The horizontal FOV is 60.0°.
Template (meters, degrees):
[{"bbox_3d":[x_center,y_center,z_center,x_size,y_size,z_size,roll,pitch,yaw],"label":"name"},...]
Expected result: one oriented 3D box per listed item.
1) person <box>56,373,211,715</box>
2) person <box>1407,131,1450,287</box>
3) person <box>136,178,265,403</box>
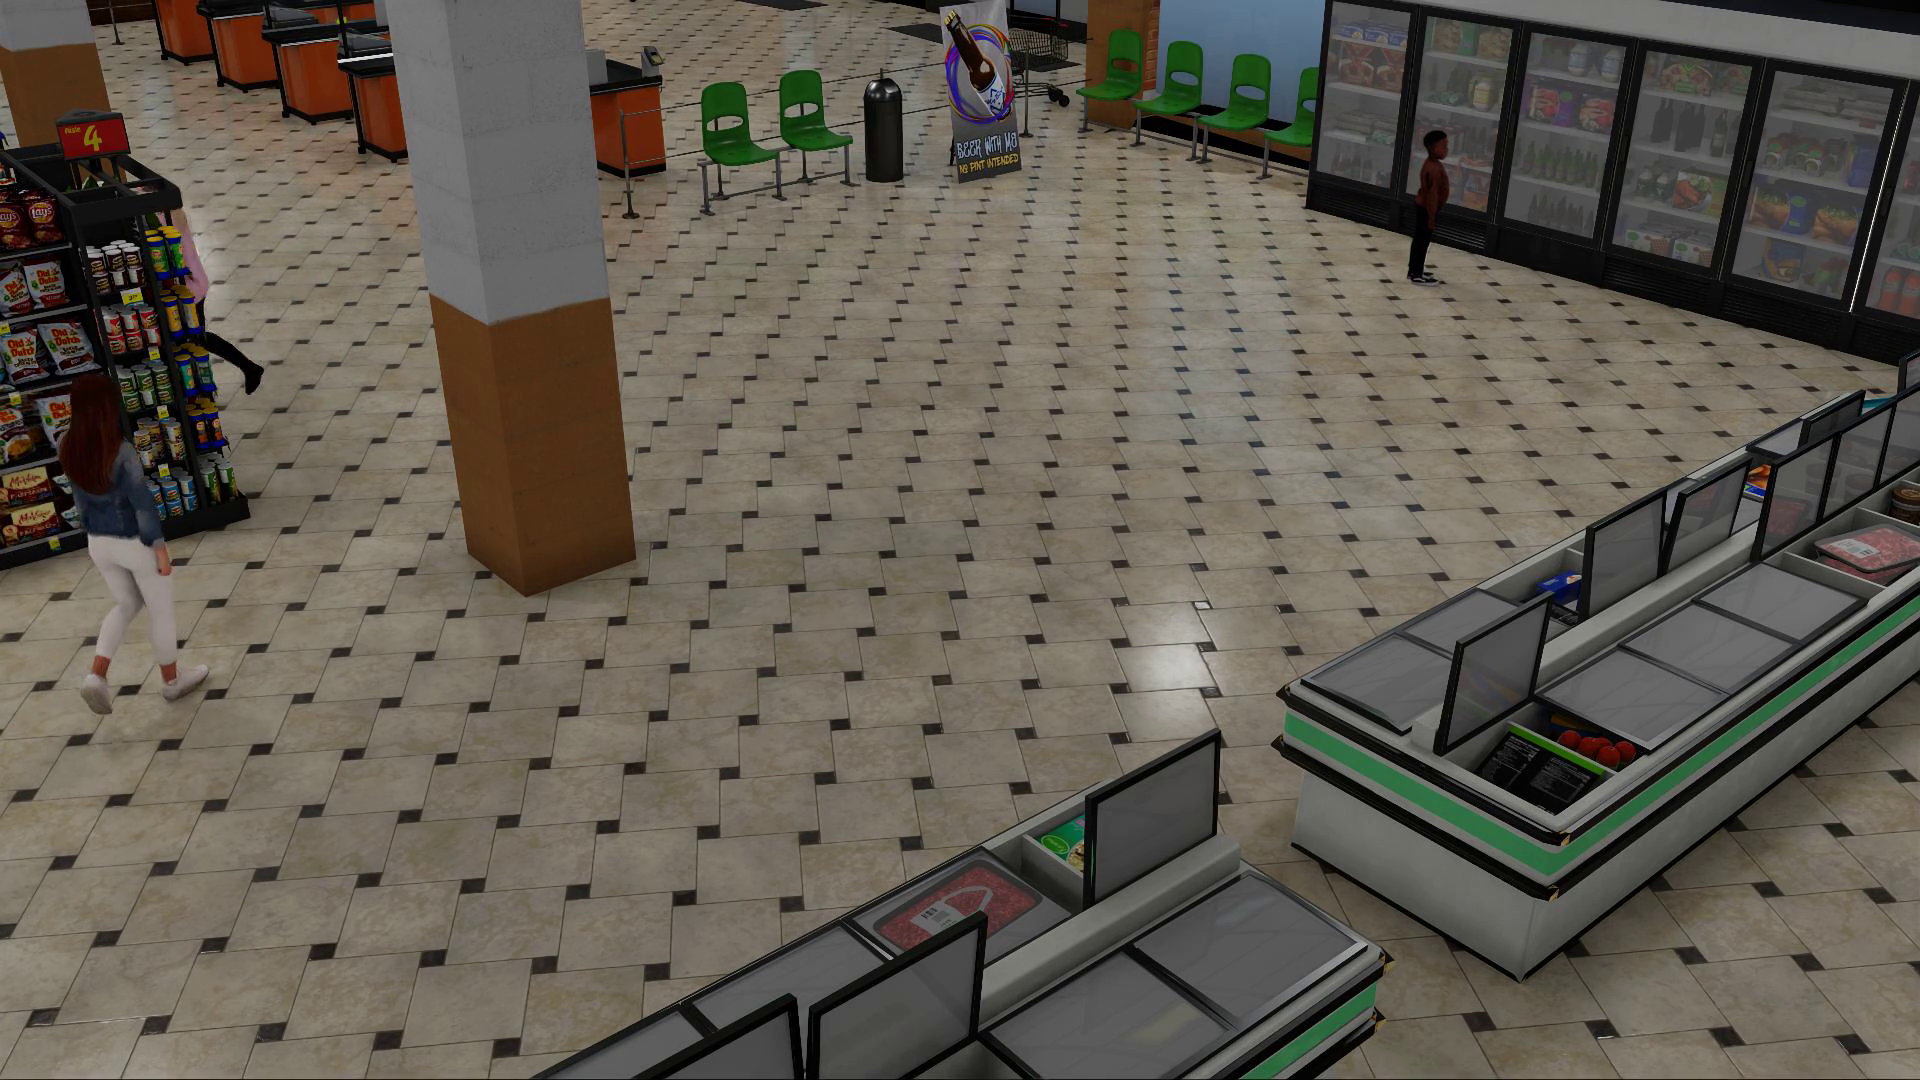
[{"bbox_3d":[-3.905,0.069,7.653,0.892,1.685,1.014,9,28,16],"label":"person"},{"bbox_3d":[3.834,-2.731,13.653,0.646,1.253,0.582,3,27,6],"label":"person"},{"bbox_3d":[-5.057,-1.626,11.026,1.000,1.658,0.906,0,27,0],"label":"person"}]
